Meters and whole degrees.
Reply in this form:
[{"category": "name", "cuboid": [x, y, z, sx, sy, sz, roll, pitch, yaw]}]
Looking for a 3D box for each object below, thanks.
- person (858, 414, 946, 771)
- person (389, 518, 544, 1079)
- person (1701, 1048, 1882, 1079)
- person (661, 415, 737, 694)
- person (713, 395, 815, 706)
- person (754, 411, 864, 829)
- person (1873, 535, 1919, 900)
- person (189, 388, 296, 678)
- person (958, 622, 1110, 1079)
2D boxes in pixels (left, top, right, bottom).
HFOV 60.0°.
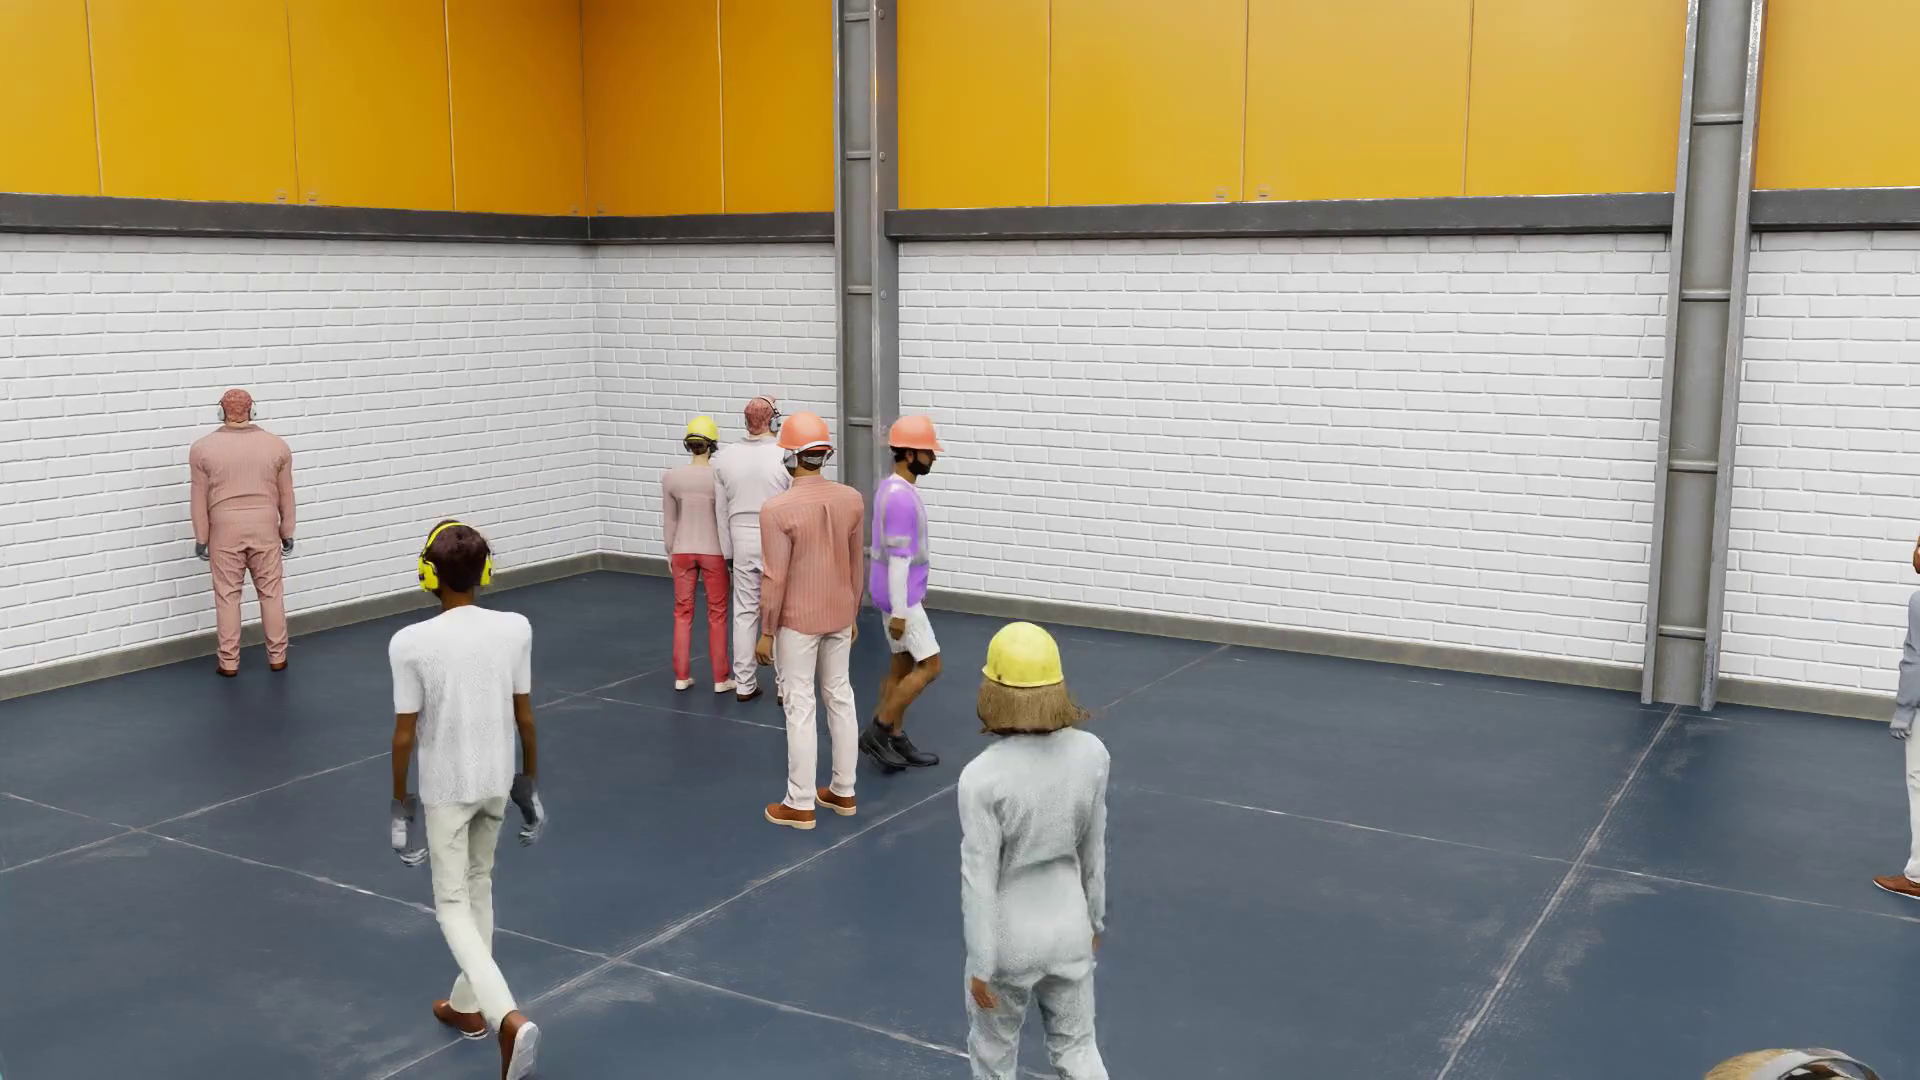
[{"category": "person", "cuboid": [-0.277, 0.290, 8.809, 0.400, 1.923, 0.544, -1, 9, -9]}, {"category": "person", "cuboid": [-1.617, 0.853, 5.521, 0.519, 1.849, 0.806, -8, 12, -41]}, {"category": "person", "cuboid": [0.791, 1.428, 1.627, 0.635, 1.936, 0.356, -3, 10, -19]}, {"category": "person", "cuboid": [-1.628, 0.092, 10.537, 0.521, 1.758, 0.348, 2, 9, 10]}, {"category": "person", "cuboid": [-1.181, 0.065, 10.220, 0.641, 1.913, 0.408, 4, 10, 22]}, {"category": "person", "cuboid": [-0.721, 0.382, 7.976, 0.610, 1.996, 0.379, -9, 13, -44]}, {"category": "person", "cuboid": [4.157, 0.714, 7.060, 0.494, 1.624, 0.280, -5, 10, -29]}, {"category": "person", "cuboid": [-4.728, -0.052, 10.996, 0.637, 1.900, 0.403, -6, 11, -33]}, {"category": "person", "cuboid": [0.225, 1.075, 4.496, 0.491, 1.722, 0.718, -5, 10, -28]}]
